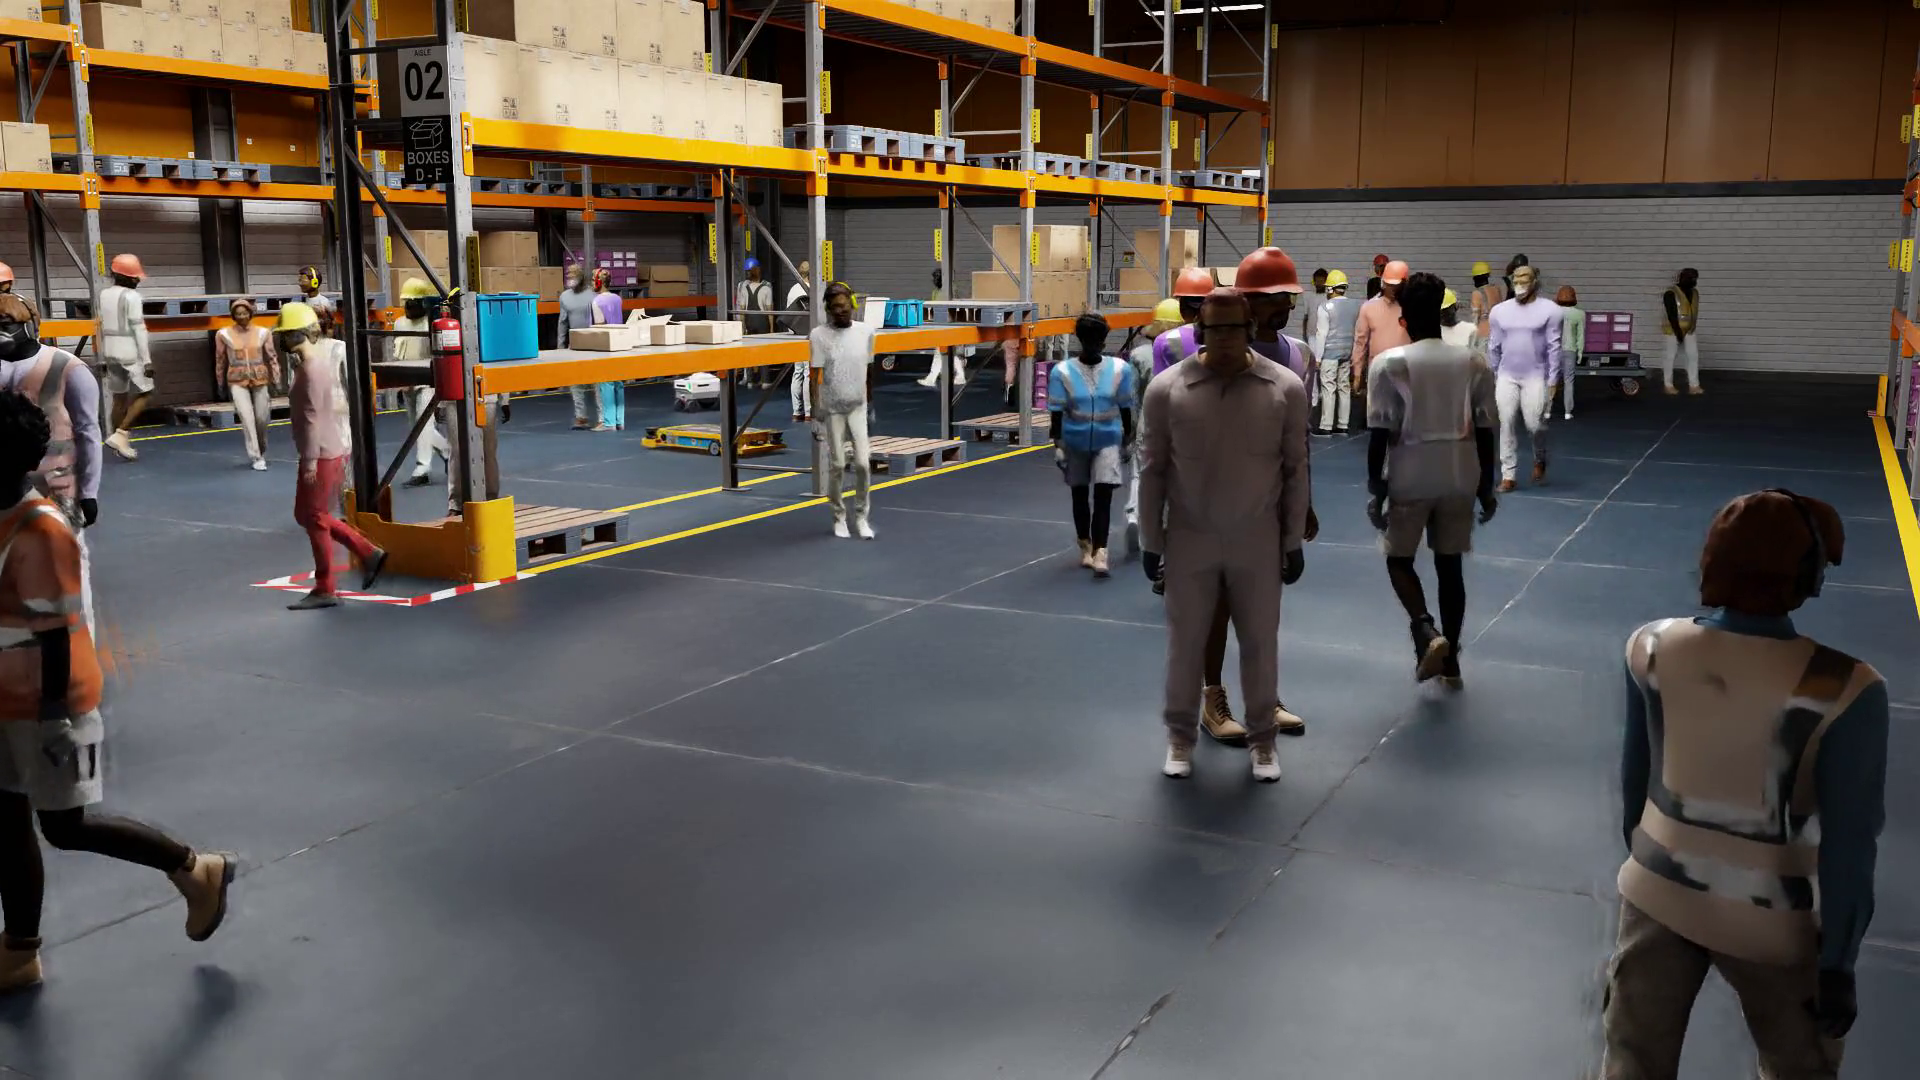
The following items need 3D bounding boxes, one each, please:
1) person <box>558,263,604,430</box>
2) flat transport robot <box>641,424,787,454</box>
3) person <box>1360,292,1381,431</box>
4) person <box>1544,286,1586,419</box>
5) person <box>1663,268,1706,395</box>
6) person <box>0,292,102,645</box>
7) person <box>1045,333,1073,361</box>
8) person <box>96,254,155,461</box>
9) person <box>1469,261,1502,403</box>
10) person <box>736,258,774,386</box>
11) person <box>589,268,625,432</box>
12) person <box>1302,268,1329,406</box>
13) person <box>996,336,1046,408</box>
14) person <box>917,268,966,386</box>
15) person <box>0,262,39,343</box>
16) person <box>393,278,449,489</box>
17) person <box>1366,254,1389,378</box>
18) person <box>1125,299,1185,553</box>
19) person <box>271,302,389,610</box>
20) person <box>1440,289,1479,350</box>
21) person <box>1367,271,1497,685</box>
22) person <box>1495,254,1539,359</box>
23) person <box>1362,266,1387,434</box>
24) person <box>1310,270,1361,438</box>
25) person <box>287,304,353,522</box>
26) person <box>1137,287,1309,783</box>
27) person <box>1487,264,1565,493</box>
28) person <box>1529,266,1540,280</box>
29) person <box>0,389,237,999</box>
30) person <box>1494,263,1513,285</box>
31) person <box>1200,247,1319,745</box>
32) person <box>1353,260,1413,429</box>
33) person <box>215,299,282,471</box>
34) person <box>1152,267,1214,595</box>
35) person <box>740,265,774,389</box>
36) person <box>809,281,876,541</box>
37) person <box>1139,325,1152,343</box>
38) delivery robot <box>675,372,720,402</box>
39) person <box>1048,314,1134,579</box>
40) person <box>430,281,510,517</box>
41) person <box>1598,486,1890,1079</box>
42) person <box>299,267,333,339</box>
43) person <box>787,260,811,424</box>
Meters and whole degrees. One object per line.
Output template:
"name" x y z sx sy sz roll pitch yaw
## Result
"person" -4.292 -2.180 18.944 0.644 1.913 0.486 4 11 22
"flat transport robot" -2.524 -1.039 17.007 1.431 0.197 0.652 7 12 35
"person" 4.870 -2.154 18.725 0.571 1.904 0.794 -9 13 -43
"person" 7.360 -2.285 20.311 0.494 1.624 0.283 3 10 19
"person" 10.295 -2.948 23.627 0.626 1.802 0.792 -3 10 -17
"person" -4.303 -0.215 7.699 0.626 1.843 0.430 0 10 -1
"person" 1.513 -3.405 25.917 0.586 1.928 0.365 3 10 15
"person" -8.170 -1.768 16.194 0.710 2.016 0.511 5 11 27
"person" 6.992 -2.760 22.233 0.592 1.912 0.412 -8 13 -39
"person" -3.132 -3.312 25.318 0.618 1.945 0.394 4 10 20
"person" -3.987 -2.140 18.823 0.388 1.847 0.563 3 10 15
"person" 4.816 -2.698 22.118 0.523 1.838 0.627 4 11 21
"person" 0.772 -2.601 21.393 0.693 1.878 0.609 2 10 13
"person" -0.253 -3.240 25.383 0.890 1.798 0.633 -5 11 -25
"person" -8.819 -1.596 15.415 0.545 1.938 0.358 -4 11 -22
"person" -4.652 -1.381 14.538 0.606 1.813 0.752 5 11 26
"person" 6.798 -3.616 26.941 0.612 1.995 0.376 -6 11 -31
"person" 1.334 -0.743 11.105 0.491 1.727 0.686 4 11 21
"person" -3.614 -0.475 9.478 0.495 1.750 0.525 -4 11 -24
"person" 4.224 -1.306 14.351 0.594 1.722 0.447 0 10 -1
"person" 2.193 -0.259 7.664 0.648 1.942 0.586 0 10 -2
"person" 8.259 -3.241 24.638 0.700 2.000 0.989 7 12 35
"person" 4.280 -1.781 16.573 0.603 1.906 0.627 6 11 29
"person" 4.108 -2.038 18.275 0.590 1.833 0.404 -6 12 -32
"person" -4.759 -0.940 12.469 0.514 1.643 0.307 0 10 -1
"person" 1.005 -0.013 6.380 0.650 1.896 0.400 1 10 6
"person" 4.789 -1.366 14.112 0.629 1.927 0.580 7 12 34
"person" 8.373 -3.162 24.817 1.011 1.828 0.692 1 10 3
"person" -2.428 0.411 4.537 0.534 1.680 0.677 9 14 44
"person" 8.992 -3.582 27.139 0.669 1.858 0.910 7 12 34
"person" 1.244 -0.180 6.910 0.605 2.045 0.377 -6 11 -30
"person" 3.816 -1.481 14.675 0.652 1.959 0.715 5 11 25
"person" -6.684 -1.462 15.644 0.554 1.597 0.664 -6 12 -33
"person" 1.361 -0.620 9.760 0.545 1.939 0.354 -3 10 -18
"person" -3.014 -3.169 24.790 0.516 1.842 0.328 3 10 15
"person" -0.820 -0.896 11.670 0.532 1.826 0.643 -3 10 -17
"person" 3.120 -3.369 26.019 0.618 1.814 0.613 -1 10 -7
"delivery robot" -3.295 -1.965 21.276 0.477 0.478 0.707 9 13 42
"person" 0.814 -0.585 10.378 0.540 1.639 0.844 0 10 3
"person" -3.618 -1.033 12.317 0.574 1.881 0.357 -2 10 -9
"person" 1.467 0.698 3.123 0.843 1.594 0.531 -7 12 -36
"person" -6.958 -2.012 18.013 0.335 1.873 0.519 -9 13 -42
"person" -1.812 -2.345 19.747 0.355 1.937 0.634 -7 12 -36
